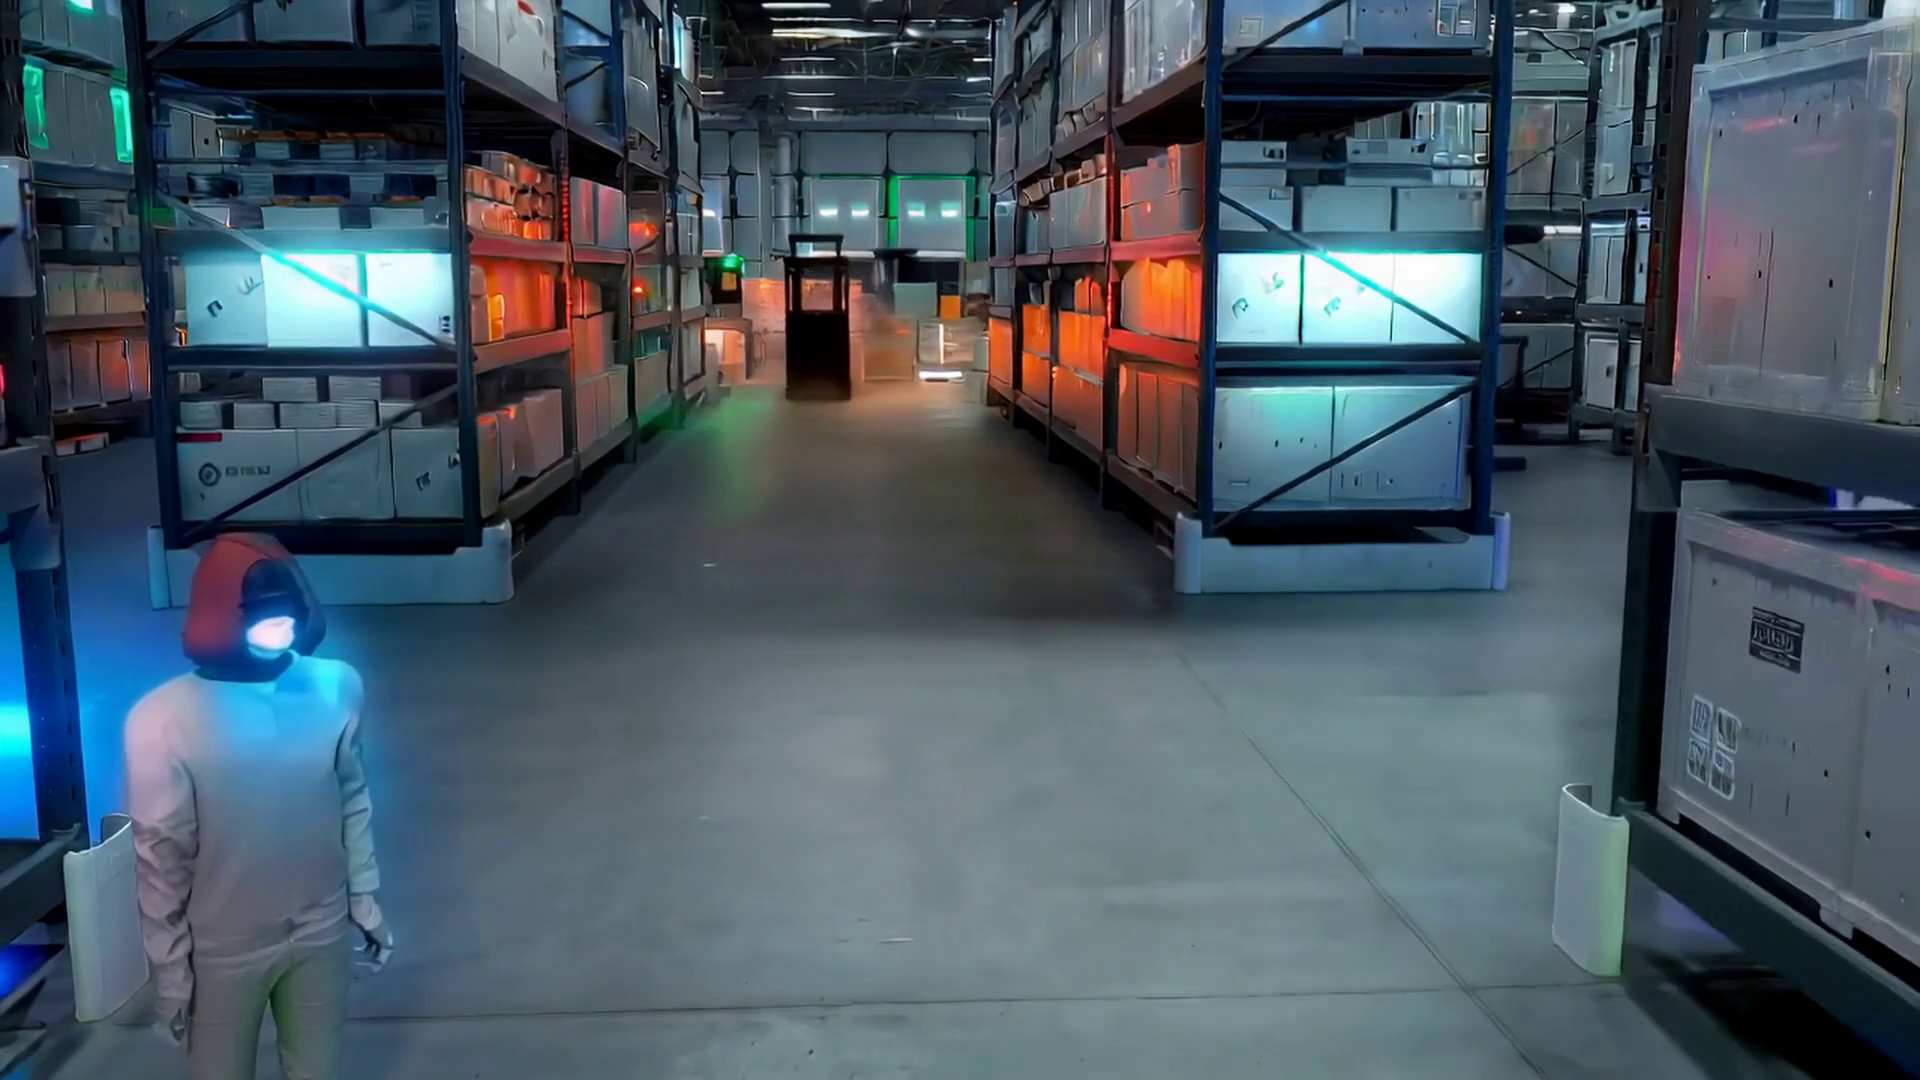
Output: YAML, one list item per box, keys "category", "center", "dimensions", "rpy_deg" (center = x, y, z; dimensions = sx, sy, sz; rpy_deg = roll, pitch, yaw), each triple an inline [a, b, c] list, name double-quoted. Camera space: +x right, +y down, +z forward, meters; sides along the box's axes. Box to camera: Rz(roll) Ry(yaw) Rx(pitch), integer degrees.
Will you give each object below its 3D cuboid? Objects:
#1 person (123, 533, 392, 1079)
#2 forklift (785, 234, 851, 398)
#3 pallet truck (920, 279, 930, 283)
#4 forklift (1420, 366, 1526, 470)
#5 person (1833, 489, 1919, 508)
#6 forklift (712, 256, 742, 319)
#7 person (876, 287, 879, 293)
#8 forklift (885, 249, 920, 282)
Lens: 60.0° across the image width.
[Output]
- category: "person"
  center: [-1.354, 0.791, 3.270]
  dimensions: [0.280, 1.633, 0.503]
  rpy_deg: [6, 11, 33]
- category: "forklift"
  center: [-2.476, -3.918, 28.932]
  dimensions: [1.129, 2.768, 1.873]
  rpy_deg: [-1, 9, -4]
- category: "pallet truck"
  center: [-0.932, -8.922, 63.114]
  dimensions: [1.885, 1.965, 0.823]
  rpy_deg: [2, 9, 13]
- category: "forklift"
  center: [5.081, -2.185, 18.052]
  dimensions: [1.873, 2.768, 1.129]
  rpy_deg: [-1, 9, -4]
- category: "person"
  center: [3.167, 0.304, 5.837]
  dimensions: [1.002, 1.787, 0.588]
  rpy_deg: [0, 9, 2]
- category: "forklift"
  center: [-8.481, -8.973, 60.670]
  dimensions: [1.129, 2.768, 1.873]
  rpy_deg: [-1, 9, -4]
- category: "person"
  center: [-3.060, -8.717, 62.758]
  dimensions: [0.318, 1.698, 0.539]
  rpy_deg: [-3, 10, -19]
- category: "forklift"
  center: [-1.572, -6.537, 45.376]
  dimensions: [1.129, 2.768, 1.873]
  rpy_deg: [3, 9, 16]
